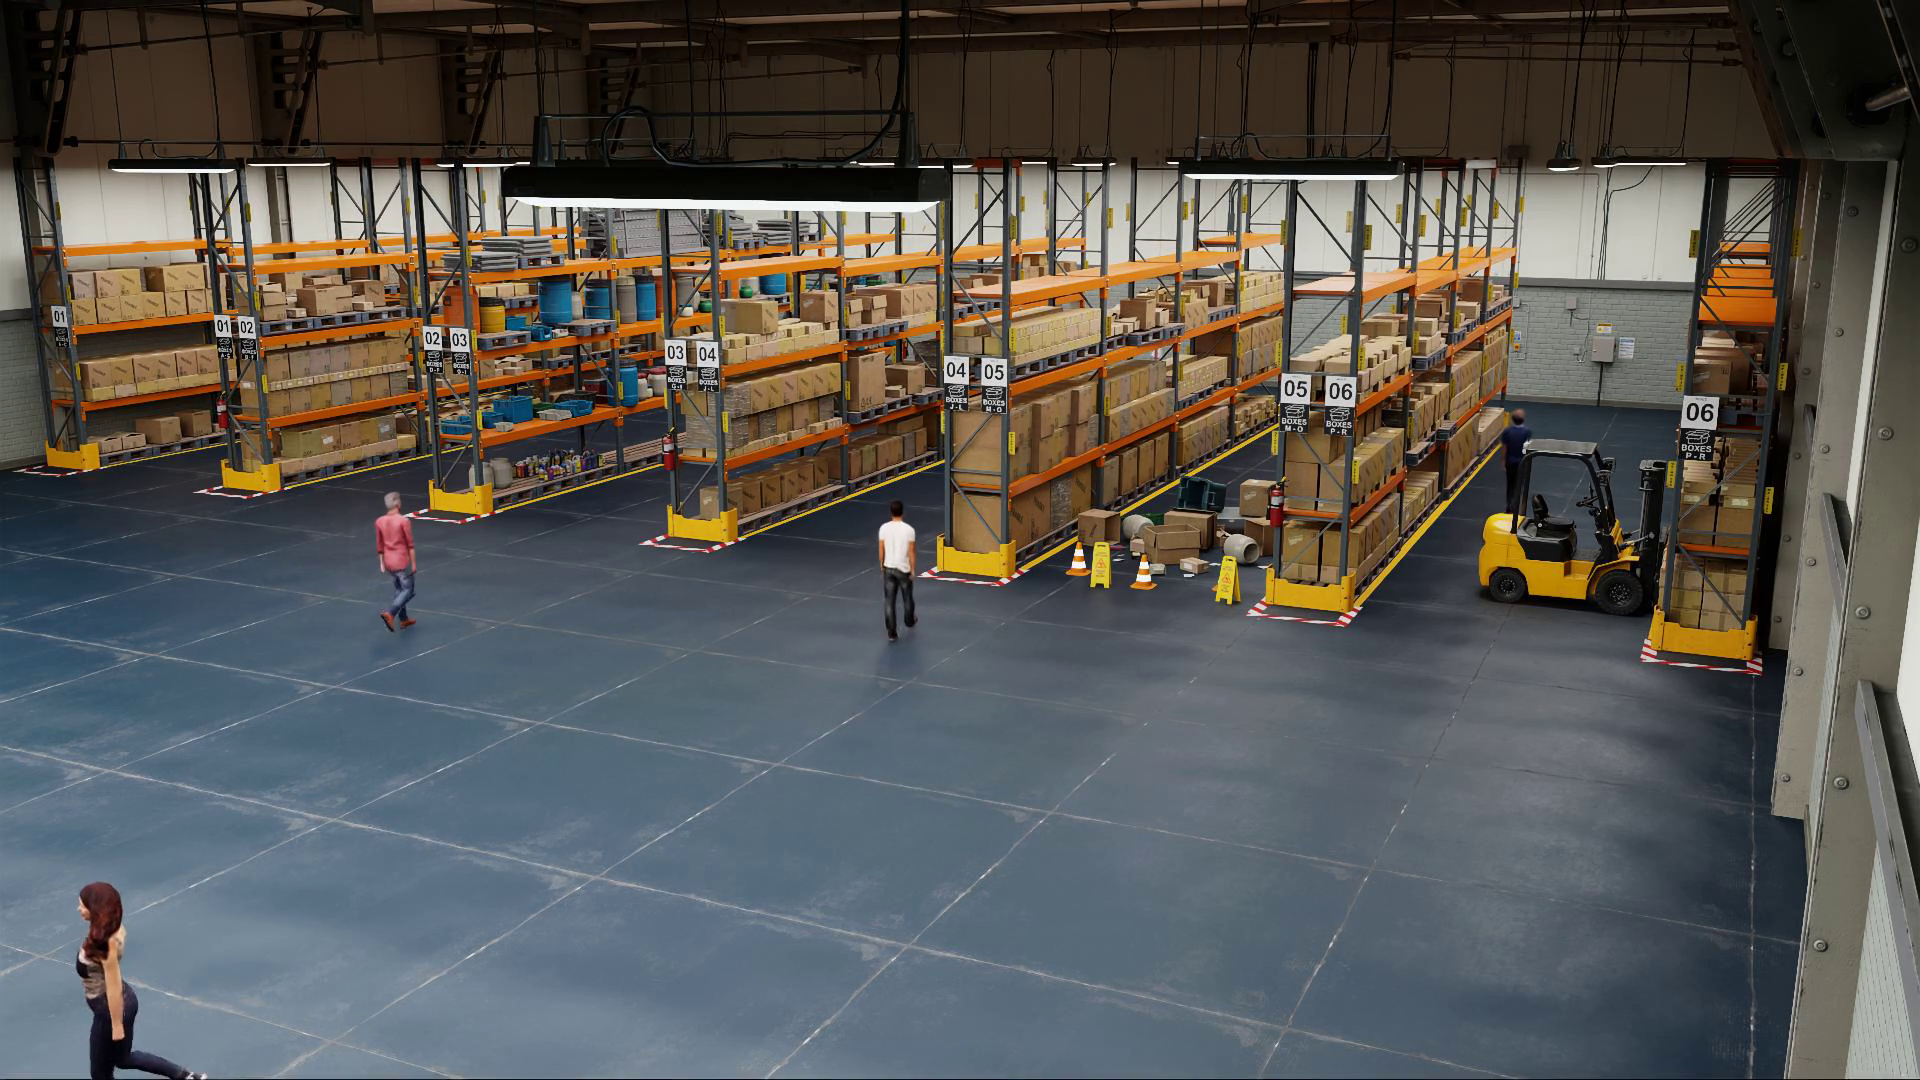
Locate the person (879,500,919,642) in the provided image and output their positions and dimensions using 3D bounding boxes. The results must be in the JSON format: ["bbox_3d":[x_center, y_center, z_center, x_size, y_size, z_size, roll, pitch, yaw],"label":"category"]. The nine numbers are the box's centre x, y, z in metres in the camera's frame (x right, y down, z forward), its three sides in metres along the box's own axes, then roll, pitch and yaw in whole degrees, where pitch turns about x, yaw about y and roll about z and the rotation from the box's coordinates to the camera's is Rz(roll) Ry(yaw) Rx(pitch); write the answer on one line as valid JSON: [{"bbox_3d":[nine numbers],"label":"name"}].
[{"bbox_3d":[-0.824,0.406,21.079,0.821,1.774,1.120,3,13,11],"label":"person"}]

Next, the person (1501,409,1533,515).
[{"bbox_3d":[9.389,-1.263,28.097,0.758,1.859,0.920,9,16,34],"label":"person"}]

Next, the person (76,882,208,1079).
[{"bbox_3d":[-5.132,2.917,10.283,1.077,1.753,0.993,-6,14,-24],"label":"person"}]

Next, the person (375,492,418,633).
[{"bbox_3d":[-7.266,0.316,21.386,0.702,1.810,0.982,5,14,21],"label":"person"}]
